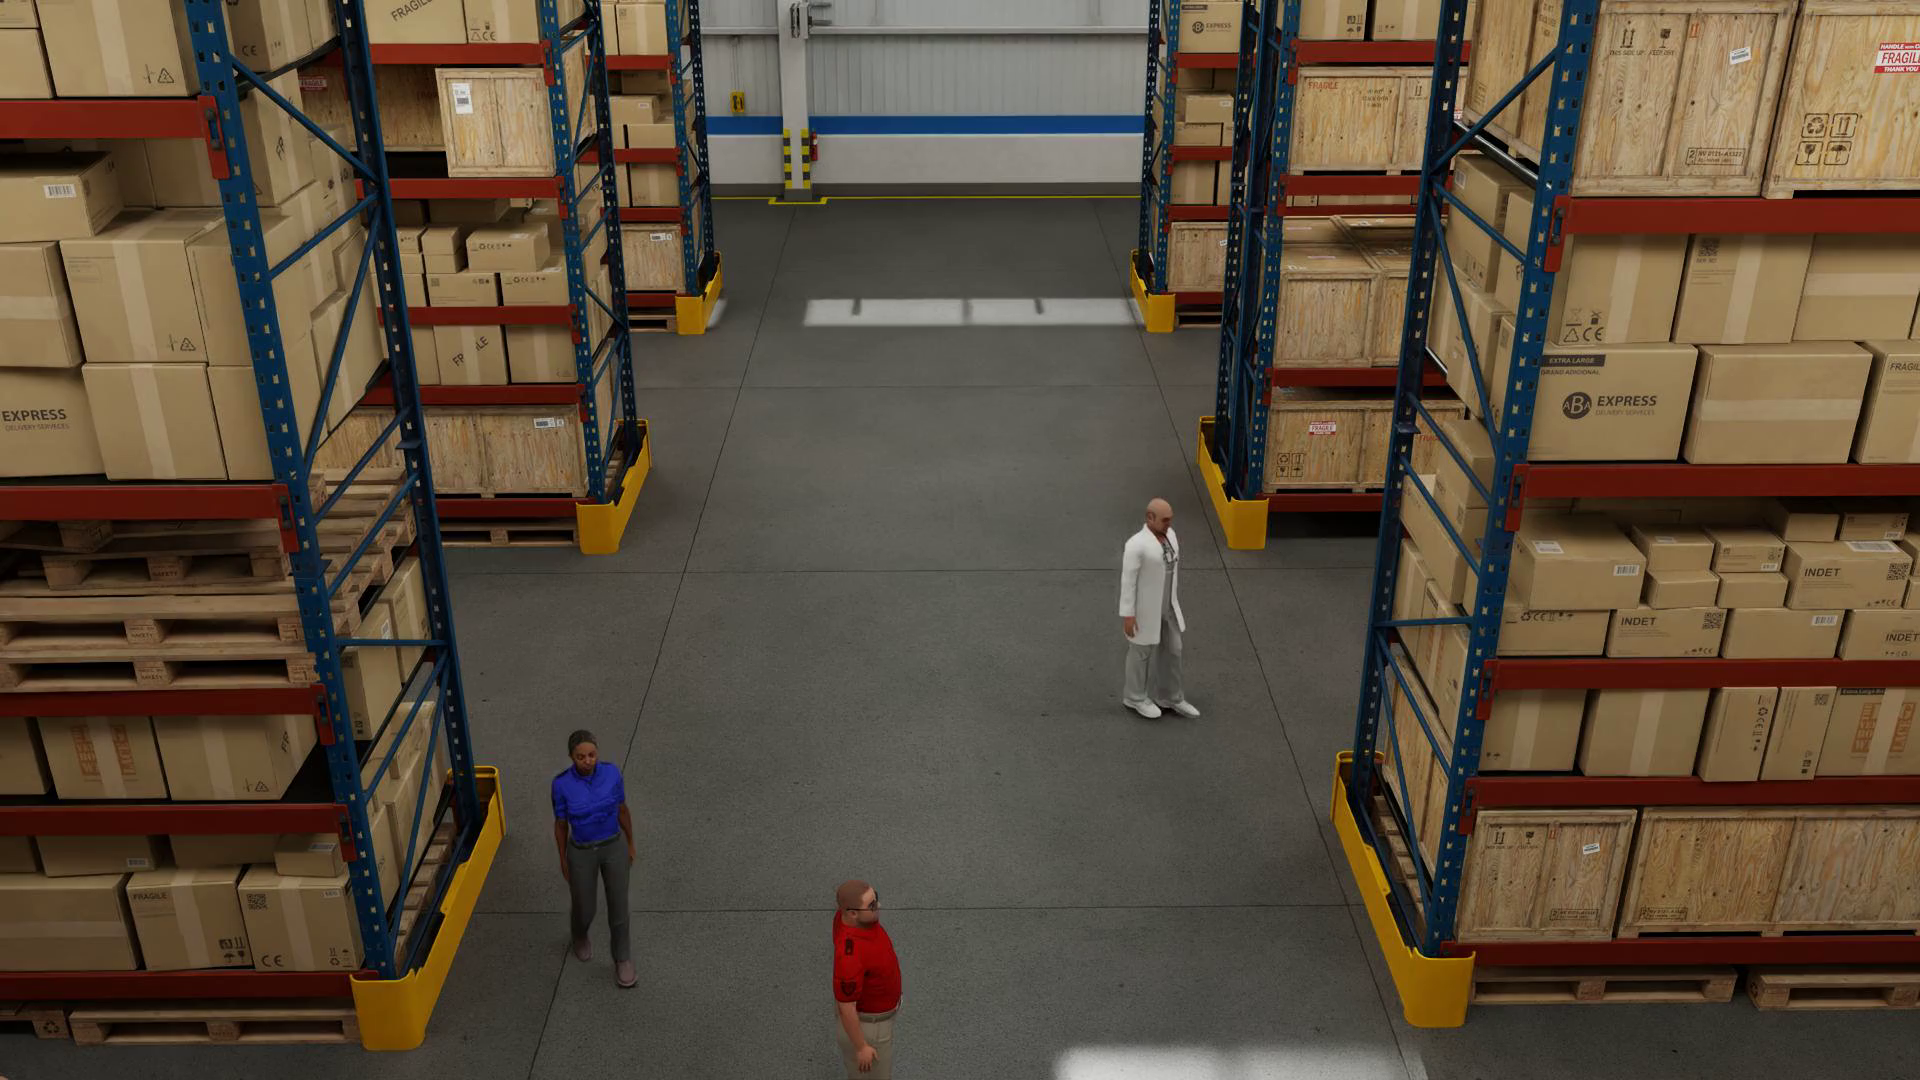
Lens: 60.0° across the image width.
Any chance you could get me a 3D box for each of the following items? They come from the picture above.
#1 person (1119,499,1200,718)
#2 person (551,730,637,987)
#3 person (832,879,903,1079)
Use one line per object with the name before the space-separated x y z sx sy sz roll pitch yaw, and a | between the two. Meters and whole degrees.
person | 1.520 0.561 12.668 0.620 1.797 0.558 -22 33 -38
person | -2.171 1.889 9.976 0.453 1.676 0.576 -12 28 -24
person | -0.458 2.479 8.622 0.390 1.723 0.529 -3 25 -5
